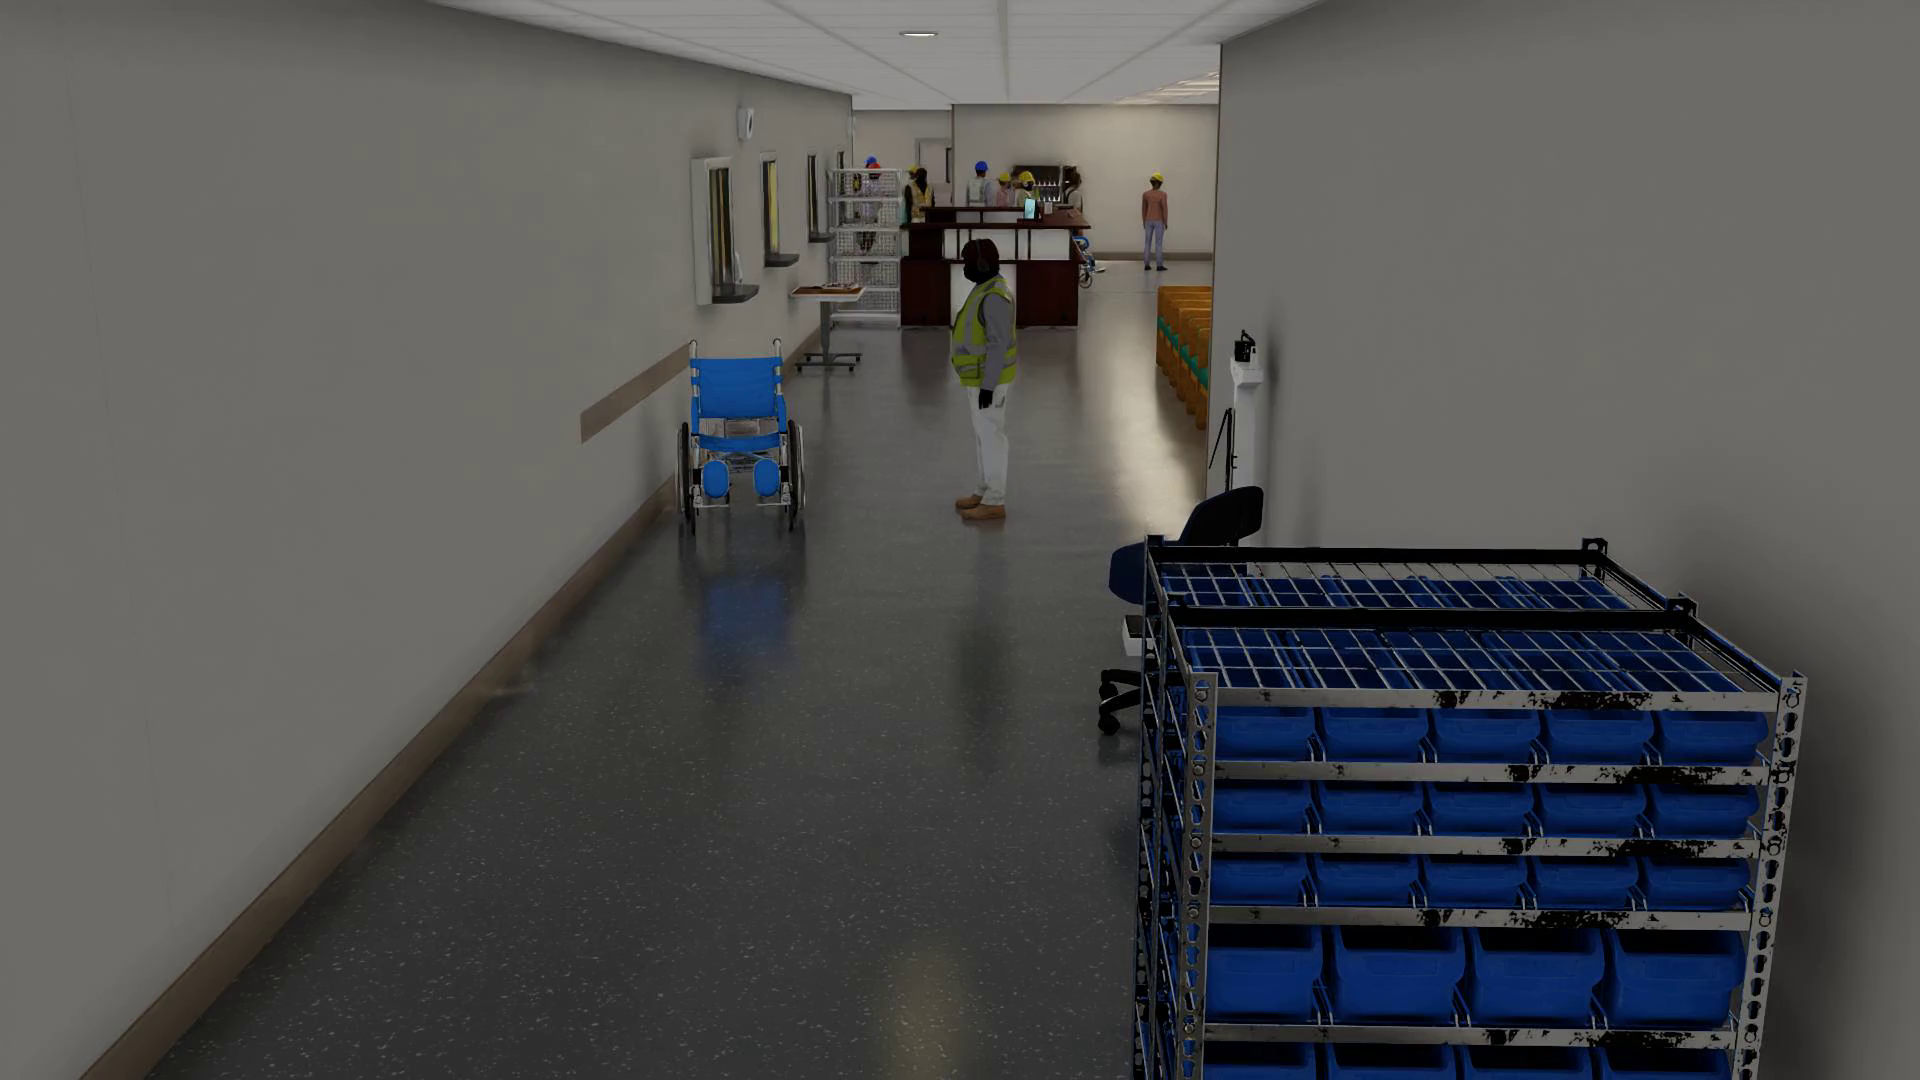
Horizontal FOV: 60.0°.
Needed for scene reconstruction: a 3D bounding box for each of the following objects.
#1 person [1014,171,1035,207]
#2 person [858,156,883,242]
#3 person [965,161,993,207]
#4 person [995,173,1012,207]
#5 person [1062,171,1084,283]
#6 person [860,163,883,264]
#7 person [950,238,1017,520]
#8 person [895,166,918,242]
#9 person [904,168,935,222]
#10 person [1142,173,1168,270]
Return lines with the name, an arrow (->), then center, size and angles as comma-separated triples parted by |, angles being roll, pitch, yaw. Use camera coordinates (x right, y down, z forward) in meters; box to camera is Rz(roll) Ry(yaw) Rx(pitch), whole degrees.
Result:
person -> 1.123, -5.391, 28.527 | 0.403, 1.837, 0.591 | -2, 14, -8
person -> -2.019, -7.743, 37.873 | 0.648, 1.931, 0.497 | 12, 18, 39
person -> 0.384, -6.226, 31.685 | 0.615, 1.945, 0.399 | 12, 18, 39
person -> 0.838, -5.811, 30.408 | 0.496, 1.754, 0.549 | 6, 15, 23
person -> 1.897, -5.255, 27.954 | 0.331, 1.843, 0.511 | -8, 16, -29
person -> -1.706, -6.232, 31.787 | 0.422, 1.919, 0.616 | -8, 16, -29
person -> 0.152, -1.051, 10.919 | 0.429, 1.837, 0.621 | -1, 14, -5
person -> -1.140, -7.725, 38.224 | 0.870, 1.731, 0.531 | -13, 19, -42
person -> -0.749, -6.132, 31.561 | 0.638, 1.830, 0.438 | -7, 15, -25
person -> 3.571, -5.812, 30.401 | 0.523, 1.760, 0.325 | 10, 17, 34
